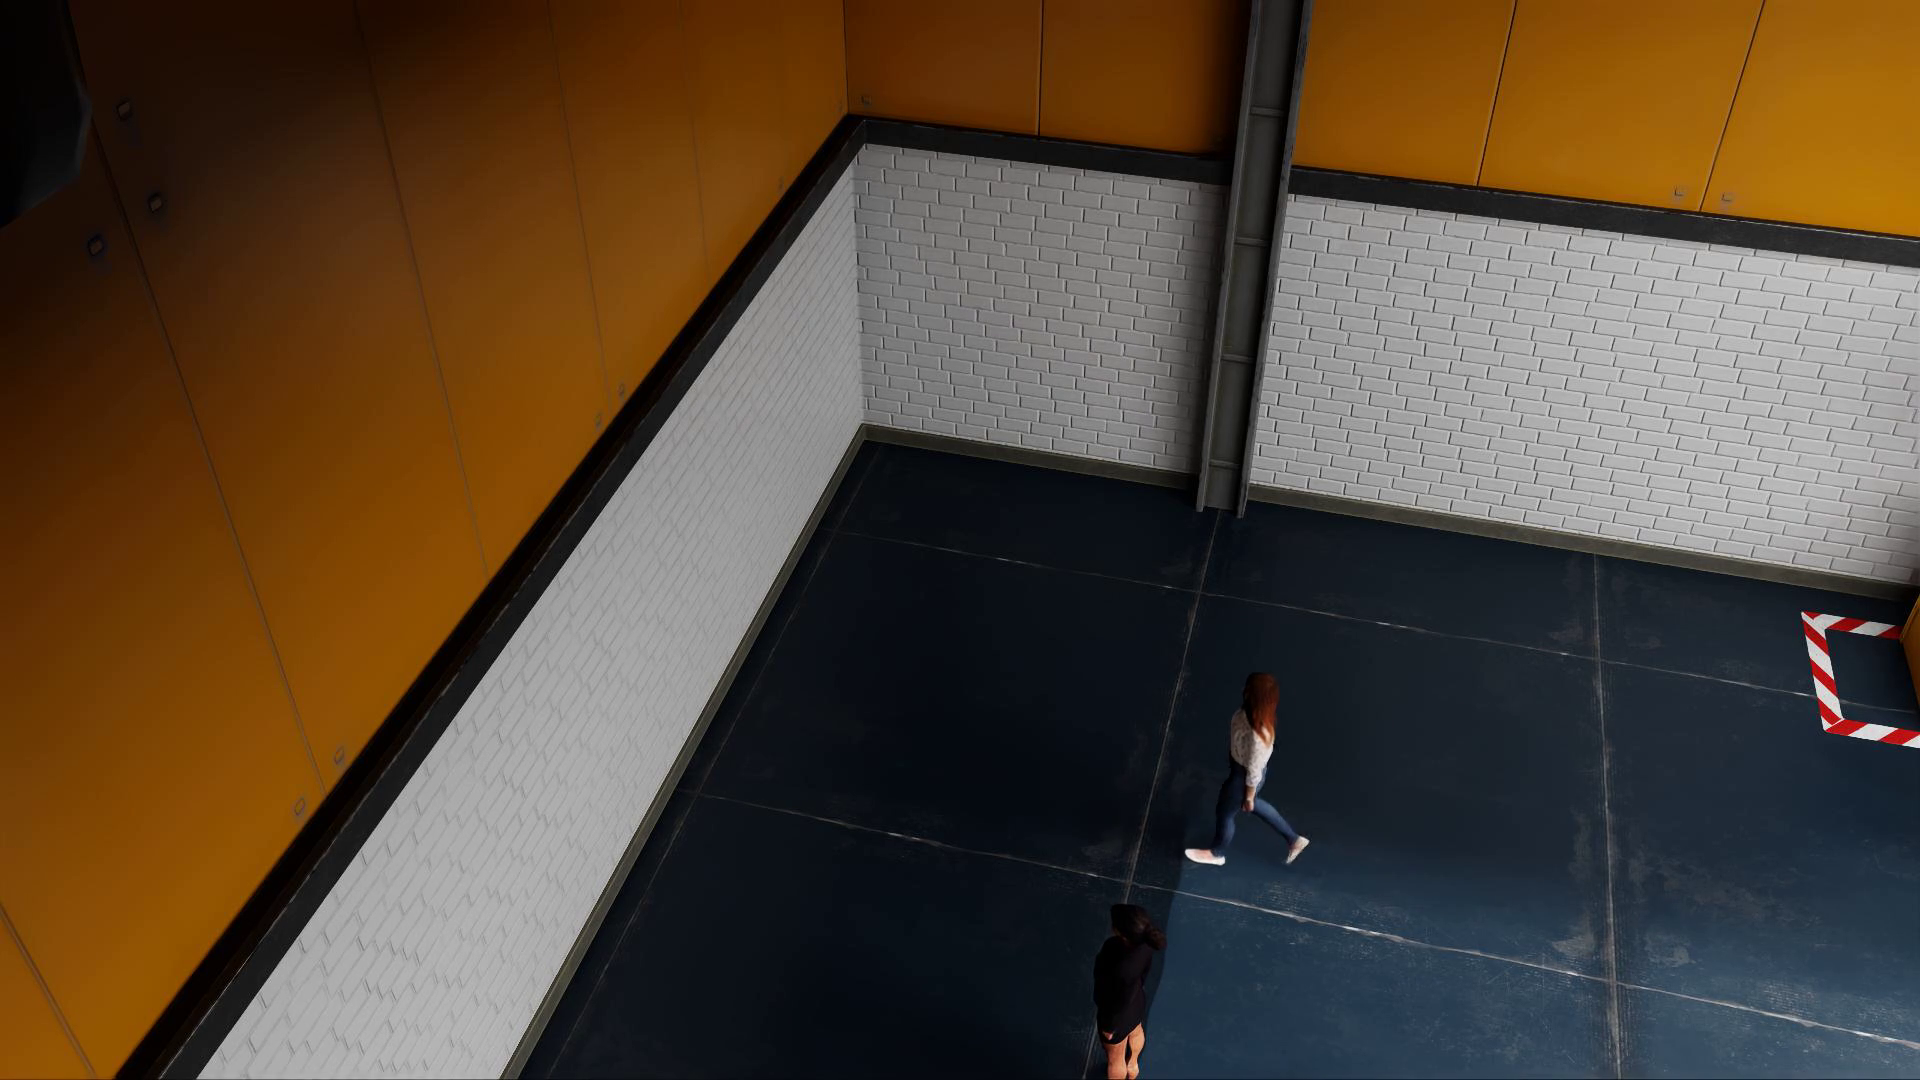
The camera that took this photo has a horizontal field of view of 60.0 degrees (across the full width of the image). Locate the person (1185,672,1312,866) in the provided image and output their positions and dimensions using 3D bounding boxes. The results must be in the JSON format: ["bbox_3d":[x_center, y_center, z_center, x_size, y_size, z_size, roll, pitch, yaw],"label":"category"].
[{"bbox_3d":[1.866,1.458,10.338,0.983,1.712,0.568,9,40,11],"label":"person"}]

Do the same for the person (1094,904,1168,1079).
[{"bbox_3d":[0.888,2.534,9.048,0.695,1.640,0.638,21,43,24],"label":"person"}]
